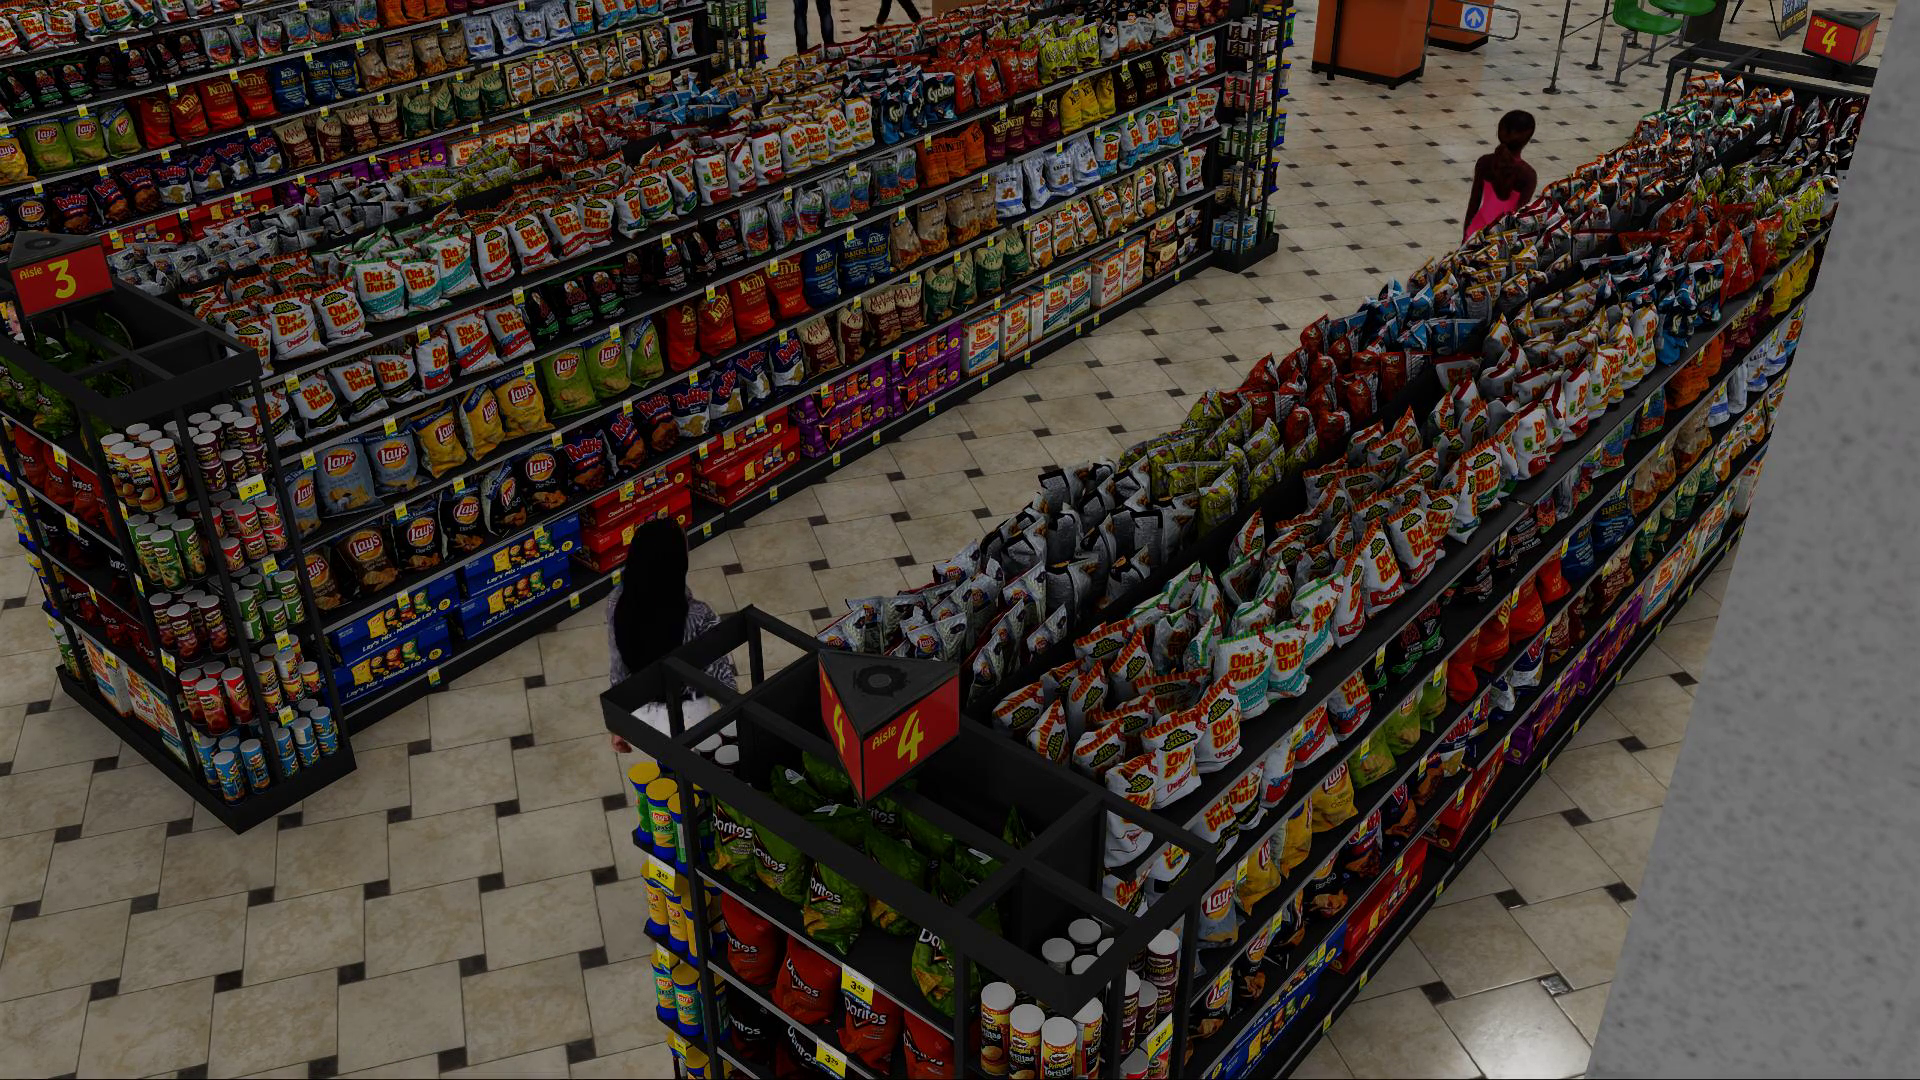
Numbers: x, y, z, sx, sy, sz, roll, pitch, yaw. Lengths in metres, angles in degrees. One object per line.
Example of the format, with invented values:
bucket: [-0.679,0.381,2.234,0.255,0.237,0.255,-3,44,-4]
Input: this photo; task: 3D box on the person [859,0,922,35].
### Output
person: [-0.566,-5.594,16.373,0.864,1.436,1.032,12,34,18]

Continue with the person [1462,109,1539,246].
person: [3.086,-1.675,9.818,0.576,1.707,0.971,23,39,32]

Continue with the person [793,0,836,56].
person: [-1.410,-5.393,15.609,0.762,1.903,0.802,0,32,0]

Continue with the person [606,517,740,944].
person: [-1.080,0.729,5.963,0.786,1.697,1.072,14,34,21]
